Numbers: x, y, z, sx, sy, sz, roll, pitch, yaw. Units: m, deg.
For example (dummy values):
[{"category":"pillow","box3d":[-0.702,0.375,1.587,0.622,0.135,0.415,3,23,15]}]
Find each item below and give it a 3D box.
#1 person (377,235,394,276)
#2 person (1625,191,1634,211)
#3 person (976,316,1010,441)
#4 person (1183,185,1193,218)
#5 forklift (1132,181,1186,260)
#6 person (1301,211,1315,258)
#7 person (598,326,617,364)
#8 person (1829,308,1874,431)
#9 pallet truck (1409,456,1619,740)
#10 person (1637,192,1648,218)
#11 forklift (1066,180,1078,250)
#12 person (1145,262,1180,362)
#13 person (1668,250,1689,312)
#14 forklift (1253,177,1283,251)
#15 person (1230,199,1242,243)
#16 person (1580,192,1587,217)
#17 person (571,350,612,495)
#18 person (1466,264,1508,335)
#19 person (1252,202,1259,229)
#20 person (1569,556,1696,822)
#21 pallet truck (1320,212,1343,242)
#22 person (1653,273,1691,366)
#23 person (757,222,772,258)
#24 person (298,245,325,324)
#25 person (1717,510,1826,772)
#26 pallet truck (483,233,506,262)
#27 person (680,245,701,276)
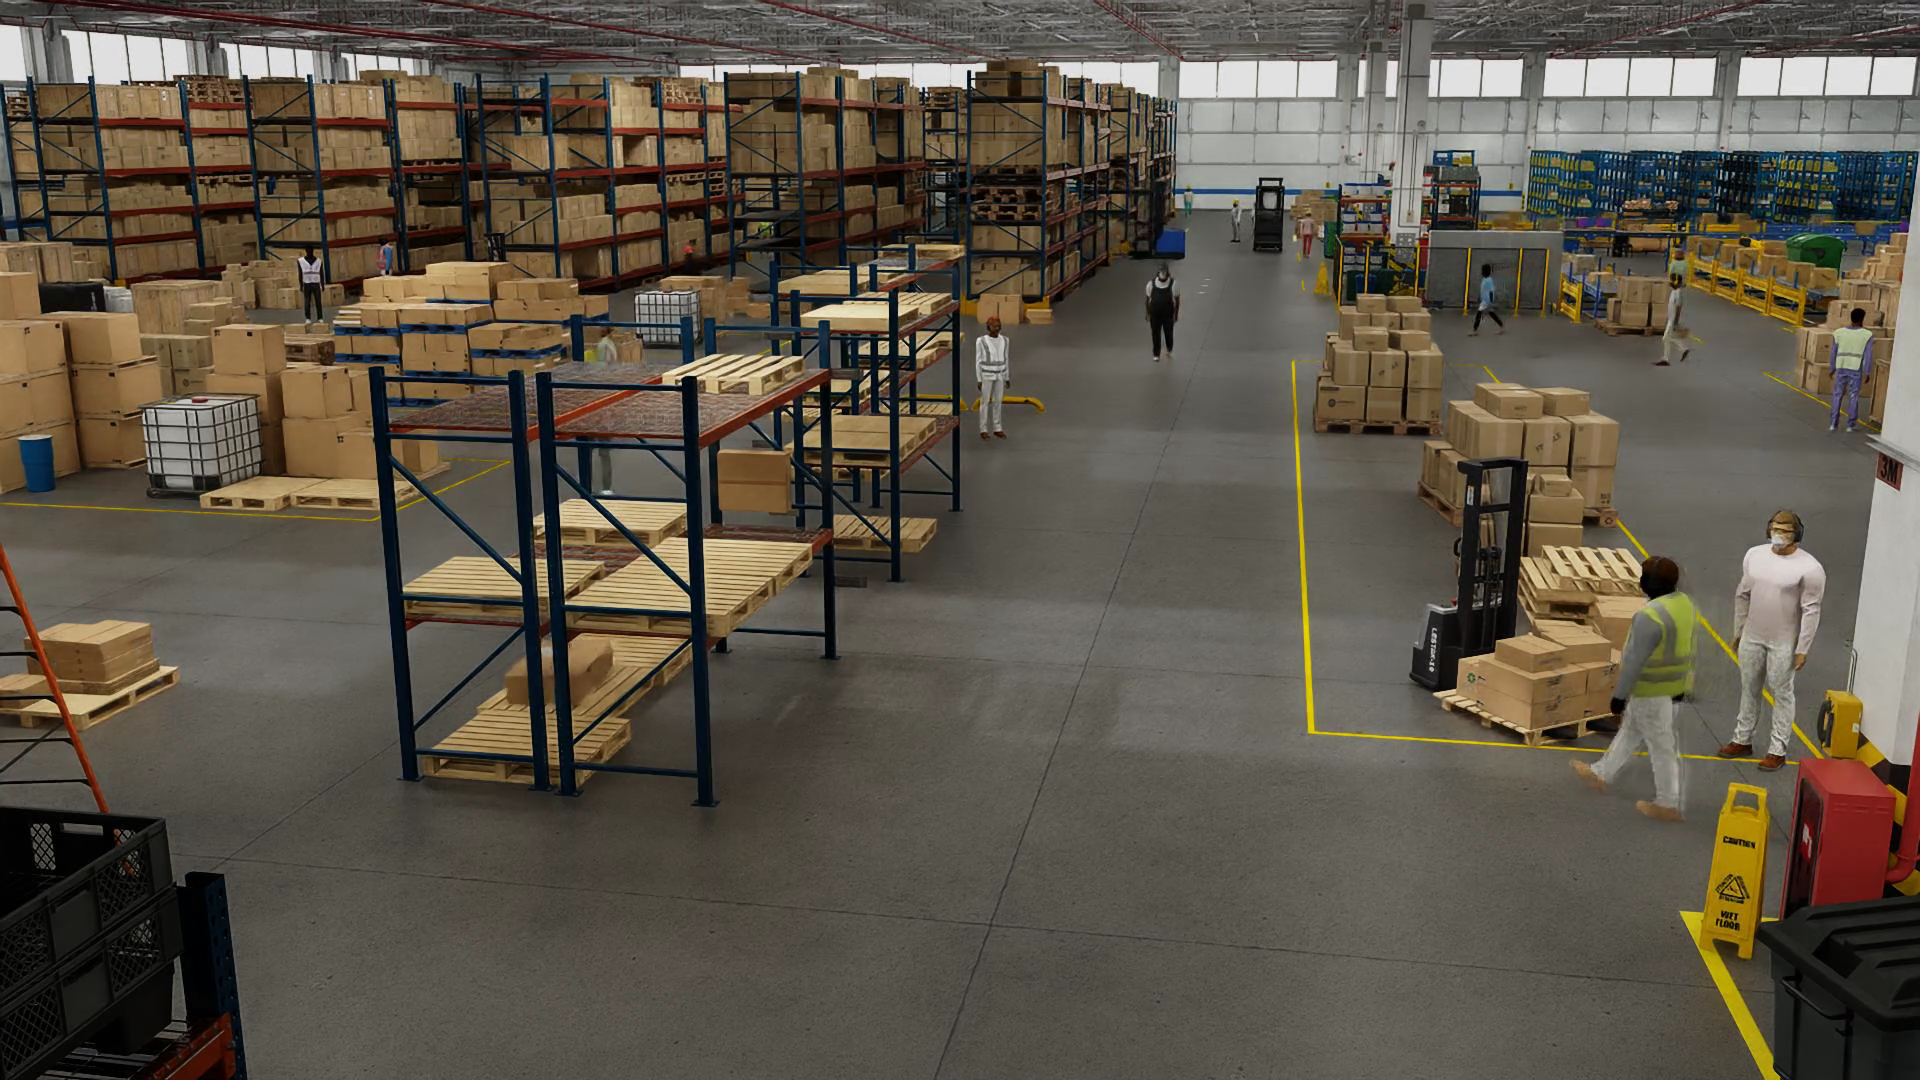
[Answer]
[{"category":"person","box3d":[-15.692,-7.407,45.418,0.429,1.844,0.627,-8,16,-29]},{"category":"person","box3d":[32.447,-16.063,80.579,0.404,1.830,0.601,-7,15,-26]},{"category":"person","box3d":[0.503,-2.454,25.220,0.574,1.883,0.355,-8,16,-29]},{"category":"person","box3d":[12.239,-18.131,89.148,0.532,1.745,0.624,3,14,12]},{"category":"forklift","box3d":[7.210,-11.552,60.105,1.873,2.768,1.129,1,14,3]},{"category":"person","box3d":[12.860,-11.313,61.509,0.530,1.724,0.853,4,14,17]},{"category":"person","box3d":[-5.633,-2.637,26.535,0.332,1.610,0.568,0,14,-1]},{"category":"person","box3d":[13.892,-2.655,25.966,0.597,1.915,0.369,13,19,42]},{"category":"pallet truck","box3d":[4.504,0.400,13.395,0.823,1.965,1.885,-6,15,-23]},{"category":"person","box3d":[33.604,-16.396,81.929,0.587,1.827,0.464,-3,14,-14]},{"category":"forklift","box3d":[3.660,-11.817,61.183,1.873,2.768,1.129,2,14,9]},{"category":"person","box3d":[4.086,-4.633,33.743,0.692,2.000,0.537,3,14,13]},{"category":"person","box3d":[18.484,-6.649,42.802,0.506,1.614,0.682,2,14,9]},{"category":"forklift","box3d":[12.083,-12.747,64.956,1.129,2.768,1.873,3,14,10]},{"category":"person","box3d":[11.559,-13.386,69.746,0.404,1.823,0.587,-7,15,-26]},{"category":"person","box3d":[30.136,-16.095,80.461,0.377,1.950,0.611,7,15,26]},{"category":"person","box3d":[-4.716,-1.508,21.393,0.605,1.873,1.019,-7,16,-28]},{"category":"person","box3d":[12.138,-5.487,38.053,0.913,1.641,0.524,2,14,8]},{"category":"person","box3d":[12.496,-13.331,69.791,0.552,1.675,0.362,-4,14,-17]},{"category":"person","box3d":[4.623,0.982,11.425,0.901,1.802,0.654,13,19,42]},{"category":"pallet truck","box3d":[15.874,-13.227,70.310,0.680,1.201,1.601,10,17,35]},{"category":"person","box3d":[14.231,-4.384,33.109,0.608,1.858,0.528,5,15,18]},{"category":"person","box3d":[-7.204,-11.254,61.332,0.532,1.696,0.319,-5,15,-20]},{"category":"person","box3d":[-15.792,-6.237,40.533,0.591,1.910,0.386,-8,16,-28]},{"category":"person","box3d":[5.948,0.727,12.190,0.372,1.940,0.630,-8,16,-31]},{"category":"pallet truck","box3d":[-11.832,-7.026,43.548,1.885,1.965,0.823,8,16,28]},{"category":"person","box3d":[-6.319,-5.943,39.181,0.648,1.981,0.628,11,18,39]}]
